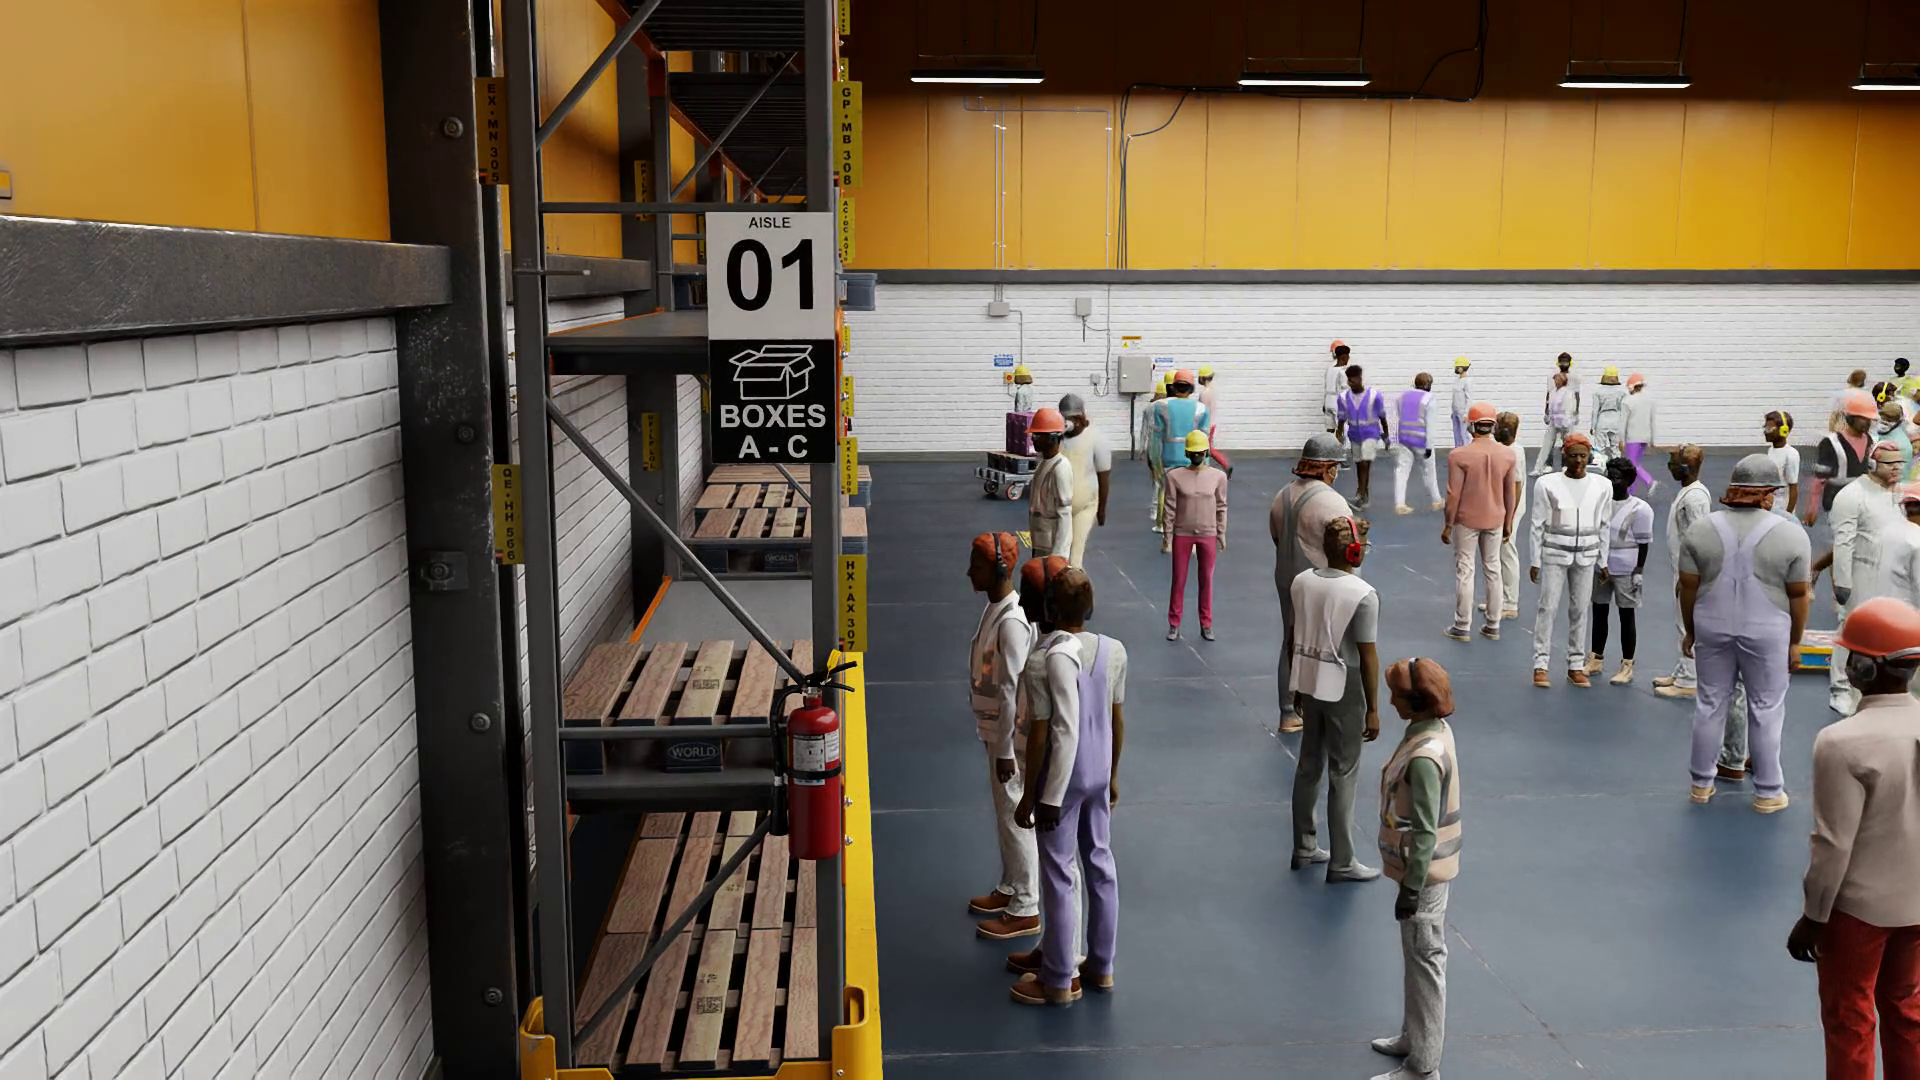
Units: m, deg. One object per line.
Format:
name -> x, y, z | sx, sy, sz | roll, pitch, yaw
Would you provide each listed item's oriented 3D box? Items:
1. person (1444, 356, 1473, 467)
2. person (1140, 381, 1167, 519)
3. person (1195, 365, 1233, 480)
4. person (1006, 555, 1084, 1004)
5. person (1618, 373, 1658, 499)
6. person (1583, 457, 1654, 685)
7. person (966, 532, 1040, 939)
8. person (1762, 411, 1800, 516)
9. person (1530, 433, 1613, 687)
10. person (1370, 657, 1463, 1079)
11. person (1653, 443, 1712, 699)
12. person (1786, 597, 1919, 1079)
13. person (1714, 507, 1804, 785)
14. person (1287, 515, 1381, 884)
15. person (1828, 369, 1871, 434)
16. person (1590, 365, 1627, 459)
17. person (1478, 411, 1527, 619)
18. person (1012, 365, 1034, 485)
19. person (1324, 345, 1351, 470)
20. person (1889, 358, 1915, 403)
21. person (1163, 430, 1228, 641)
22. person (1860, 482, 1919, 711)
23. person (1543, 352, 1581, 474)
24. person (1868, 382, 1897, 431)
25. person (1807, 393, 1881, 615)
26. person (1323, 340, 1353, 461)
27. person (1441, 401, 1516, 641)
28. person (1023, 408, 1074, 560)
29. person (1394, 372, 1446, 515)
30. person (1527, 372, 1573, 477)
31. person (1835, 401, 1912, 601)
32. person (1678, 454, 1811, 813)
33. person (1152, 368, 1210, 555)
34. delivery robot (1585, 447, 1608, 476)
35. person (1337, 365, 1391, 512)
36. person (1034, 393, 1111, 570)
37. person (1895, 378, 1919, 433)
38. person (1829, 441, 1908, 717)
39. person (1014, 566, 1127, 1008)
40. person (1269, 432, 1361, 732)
person -> 7.849, -1.995, 26.107 | 0.316, 1.769, 0.525 | -2, 9, -10
person -> 2.563, -1.146, 20.937 | 0.514, 1.697, 0.907 | 5, 10, 27
person -> 3.579, -1.649, 23.985 | 0.639, 1.752, 0.544 | 4, 10, 26
person -> 0.378, 0.990, 6.985 | 0.350, 1.885, 0.583 | 0, 9, 0
person -> 9.158, -1.376, 22.363 | 0.569, 1.721, 0.693 | -4, 10, -21
person -> 4.874, 0.224, 12.386 | 0.318, 1.697, 0.533 | -6, 11, -34
person -> 0.206, 0.887, 7.684 | 0.355, 1.876, 0.573 | -1, 9, -6
person -> 7.092, -0.196, 14.496 | 0.310, 1.865, 0.532 | 0, 9, 3
person -> 4.488, 0.154, 12.244 | 0.577, 1.882, 0.349 | 1, 9, 5
person -> 1.709, 1.236, 6.211 | 0.310, 1.640, 0.514 | 3, 9, 17
person -> 5.207, 0.222, 11.947 | 0.326, 1.840, 0.517 | 4, 10, 22
person -> 2.992, 1.174, 5.482 | 0.610, 1.996, 0.384 | -4, 10, -21
person -> 4.704, 0.494, 9.932 | 0.629, 1.940, 0.378 | -3, 10, -18
person -> 1.863, 0.793, 8.347 | 0.373, 1.843, 0.572 | -6, 11, -31
person -> 11.634, -1.337, 21.802 | 0.549, 1.818, 0.430 | 2, 9, 10
person -> 9.318, -1.637, 23.929 | 0.492, 1.742, 0.321 | 1, 9, 6
person -> 4.818, -0.218, 14.710 | 0.330, 1.839, 0.519 | 1, 9, 8
person -> 0.916, -1.671, 24.175 | 0.335, 1.733, 0.480 | 3, 10, 20
person -> 5.913, -2.073, 26.007 | 0.380, 1.958, 0.601 | -4, 10, -23
person -> 15.284, -2.120, 27.106 | 0.318, 1.697, 0.535 | -2, 9, -10
person -> 1.949, -0.032, 13.782 | 0.533, 1.767, 0.326 | 0, 9, 2
person -> 6.168, 0.490, 10.670 | 0.836, 1.699, 0.606 | 2, 9, 12
person -> 9.195, -1.929, 25.390 | 0.514, 1.863, 0.334 | 3, 10, 21
person -> 10.149, -0.822, 18.434 | 0.329, 1.865, 0.509 | 4, 10, 23
person -> 7.895, -0.336, 14.957 | 0.607, 2.007, 0.877 | -3, 9, -15
person -> 6.146, -2.263, 27.113 | 0.628, 1.983, 0.414 | -6, 11, -35
person -> 4.300, -0.154, 13.823 | 0.623, 1.992, 0.391 | -2, 9, -10
person -> 0.660, 0.021, 12.576 | 0.373, 2.044, 0.607 | -2, 9, -13
person -> 5.882, -1.234, 21.209 | 0.920, 1.795, 0.637 | -7, 11, -37
person -> 9.020, -1.730, 25.008 | 0.873, 1.588, 0.519 | -3, 10, -20
person -> 8.502, -0.329, 15.213 | 0.695, 1.910, 0.771 | 2, 9, 12
person -> 4.473, 0.514, 9.486 | 0.681, 2.000, 0.536 | 7, 12, 38
person -> 2.411, -0.854, 18.131 | 0.609, 2.034, 0.427 | 1, 9, 7
delivery robot -> 9.115, -1.090, 23.920 | 0.477, 0.478, 0.707 | 4, 10, 26
person -> 5.191, -1.320, 21.500 | 0.649, 1.879, 1.032 | 6, 11, 35
person -> 0.995, -0.370, 15.042 | 0.684, 2.000, 1.036 | 5, 10, 28
person -> 11.807, -1.126, 20.581 | 0.653, 1.775, 0.896 | 1, 9, 6
person -> 6.312, 0.265, 11.469 | 0.653, 1.906, 0.408 | -3, 10, -20
person -> 0.457, 1.019, 6.925 | 0.506, 1.847, 0.343 | -6, 11, -33
person -> 2.343, 0.298, 10.842 | 0.535, 2.000, 0.680 | -4, 10, -25
